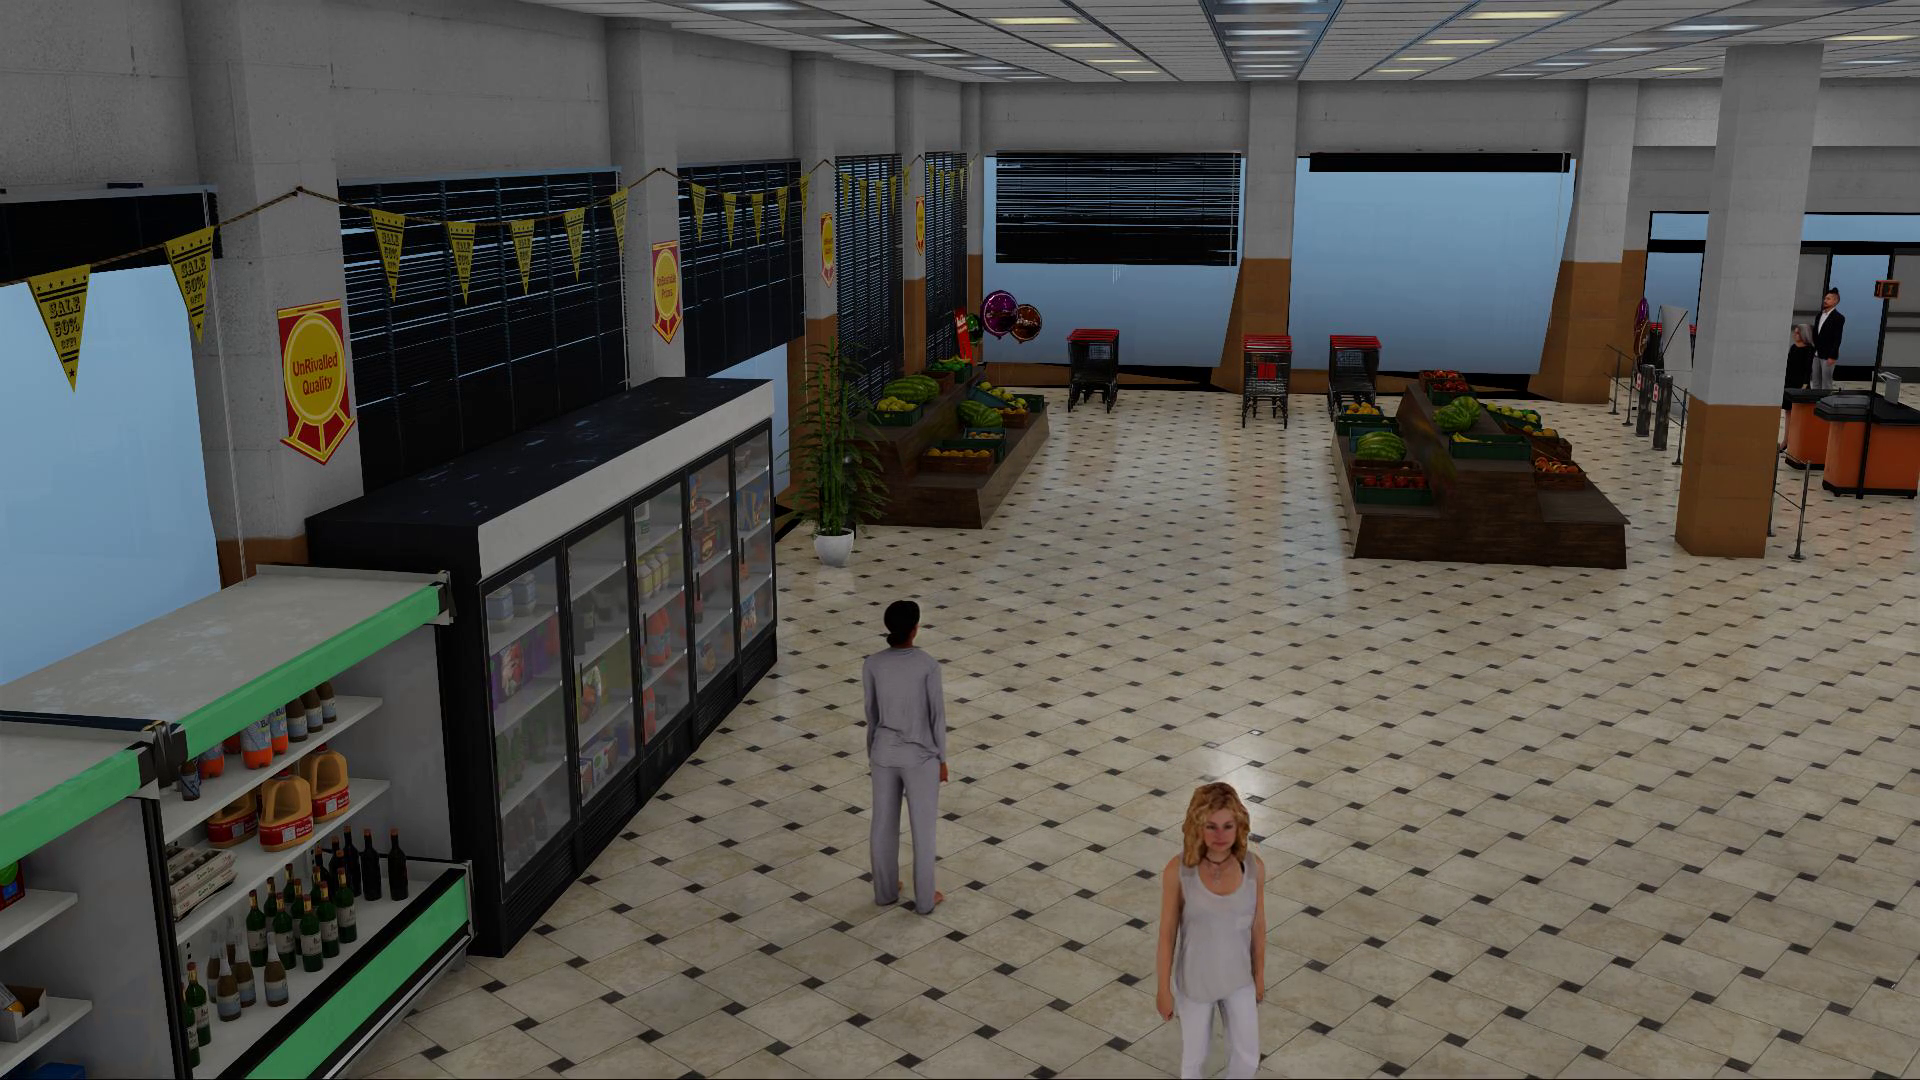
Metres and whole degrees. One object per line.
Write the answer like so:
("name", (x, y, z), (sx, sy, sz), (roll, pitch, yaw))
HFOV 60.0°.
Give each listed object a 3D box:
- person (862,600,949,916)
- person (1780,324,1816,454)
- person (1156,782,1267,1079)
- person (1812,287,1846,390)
("person", (-0.301, 1.172, 9.036), (0.665, 1.735, 0.616), (5, 15, 20))
("person", (11.103, -2.003, 22.104), (0.747, 1.746, 0.631), (-3, 14, -13))
("person", (1.029, 1.749, 6.819), (0.675, 1.658, 0.678), (-1, 14, -2))
("person", (13.091, -2.847, 25.150), (0.848, 1.950, 0.693), (-3, 14, -13))
